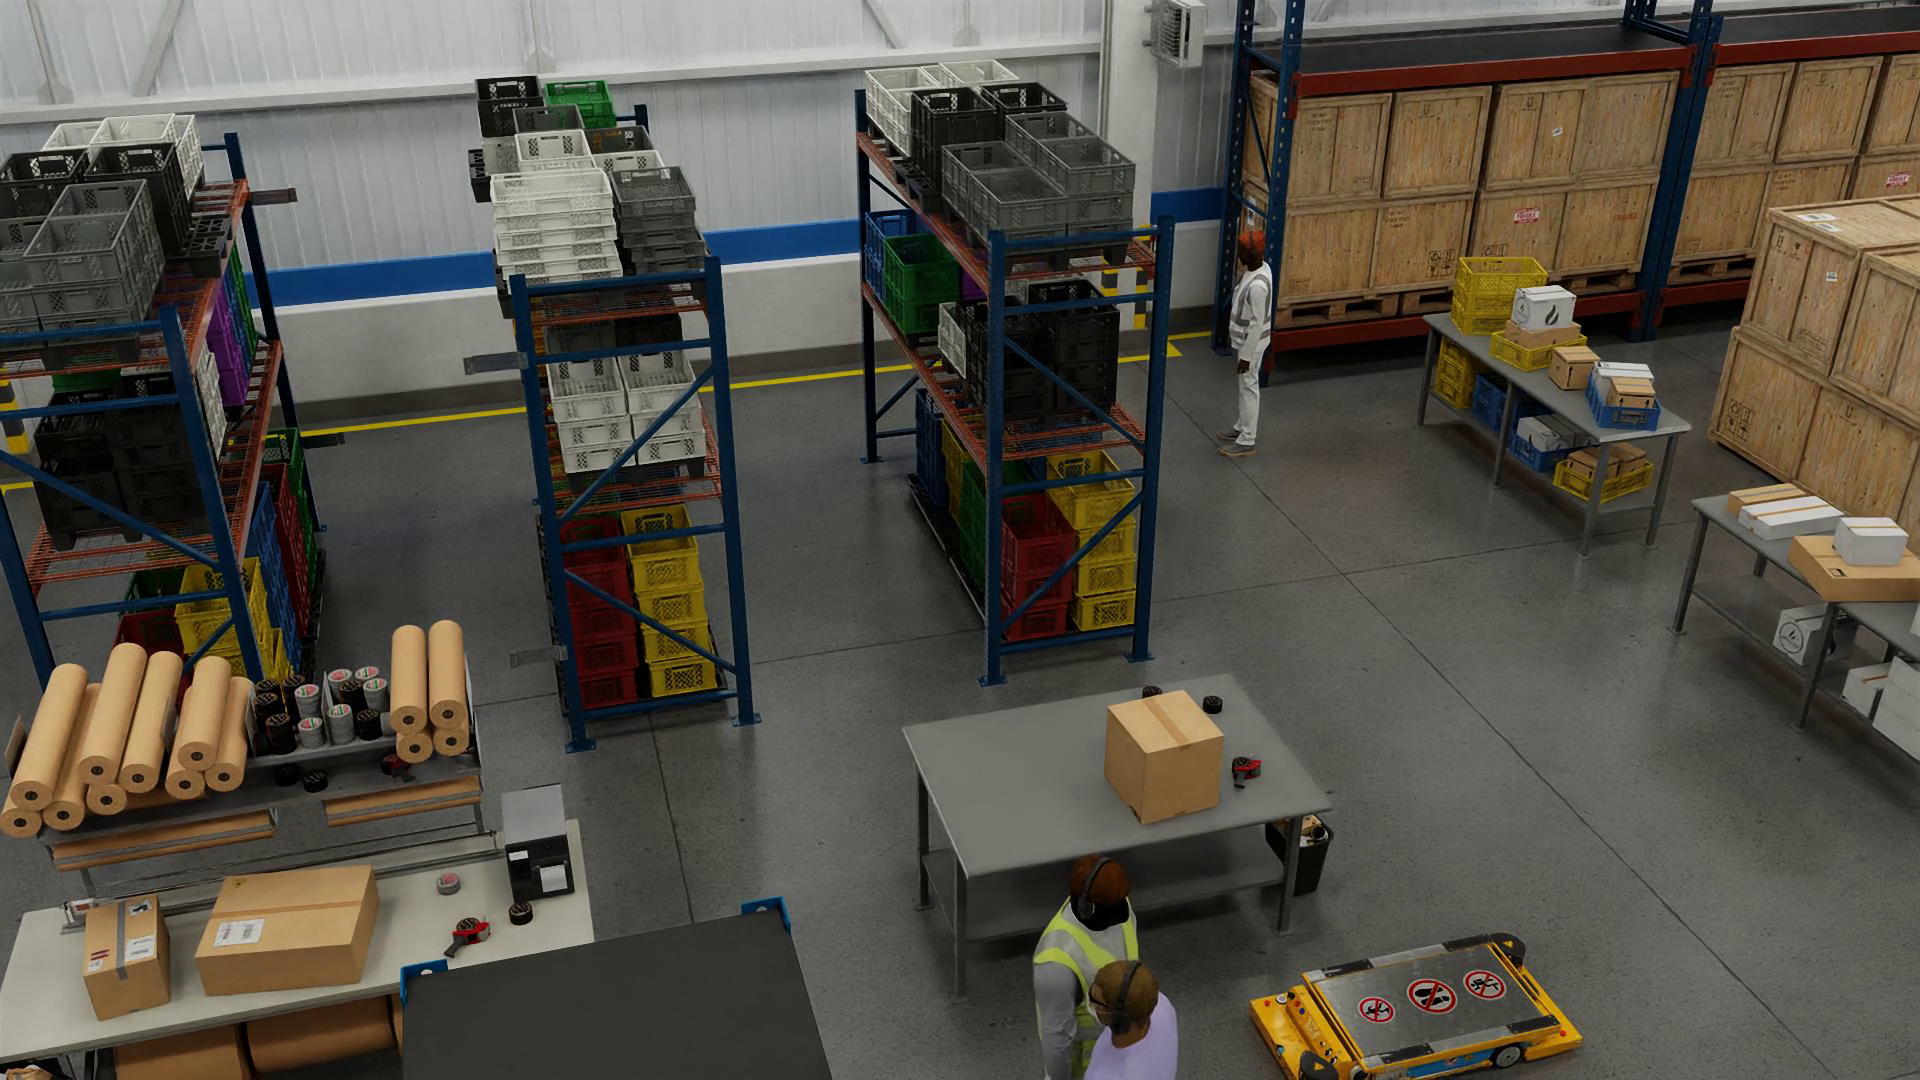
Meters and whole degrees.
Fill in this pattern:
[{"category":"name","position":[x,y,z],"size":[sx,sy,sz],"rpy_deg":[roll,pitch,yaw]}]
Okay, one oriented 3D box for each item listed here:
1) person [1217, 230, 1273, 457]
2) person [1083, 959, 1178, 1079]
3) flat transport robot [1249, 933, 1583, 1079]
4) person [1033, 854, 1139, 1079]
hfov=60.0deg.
[{"category":"person","position":[2.307,-1.581,13.345],"size":[0.356,1.887,0.572],"rpy_deg":[4,29,7]},{"category":"person","position":[0.604,2.321,6.190],"size":[0.376,1.940,0.627],"rpy_deg":[9,30,16]},{"category":"flat transport robot","position":[2.184,2.282,7.980],"size":[1.431,0.197,0.652],"rpy_deg":[-8,30,-14]},{"category":"person","position":[0.530,2.034,6.813],"size":[0.429,1.841,0.634],"rpy_deg":[14,32,24]}]
